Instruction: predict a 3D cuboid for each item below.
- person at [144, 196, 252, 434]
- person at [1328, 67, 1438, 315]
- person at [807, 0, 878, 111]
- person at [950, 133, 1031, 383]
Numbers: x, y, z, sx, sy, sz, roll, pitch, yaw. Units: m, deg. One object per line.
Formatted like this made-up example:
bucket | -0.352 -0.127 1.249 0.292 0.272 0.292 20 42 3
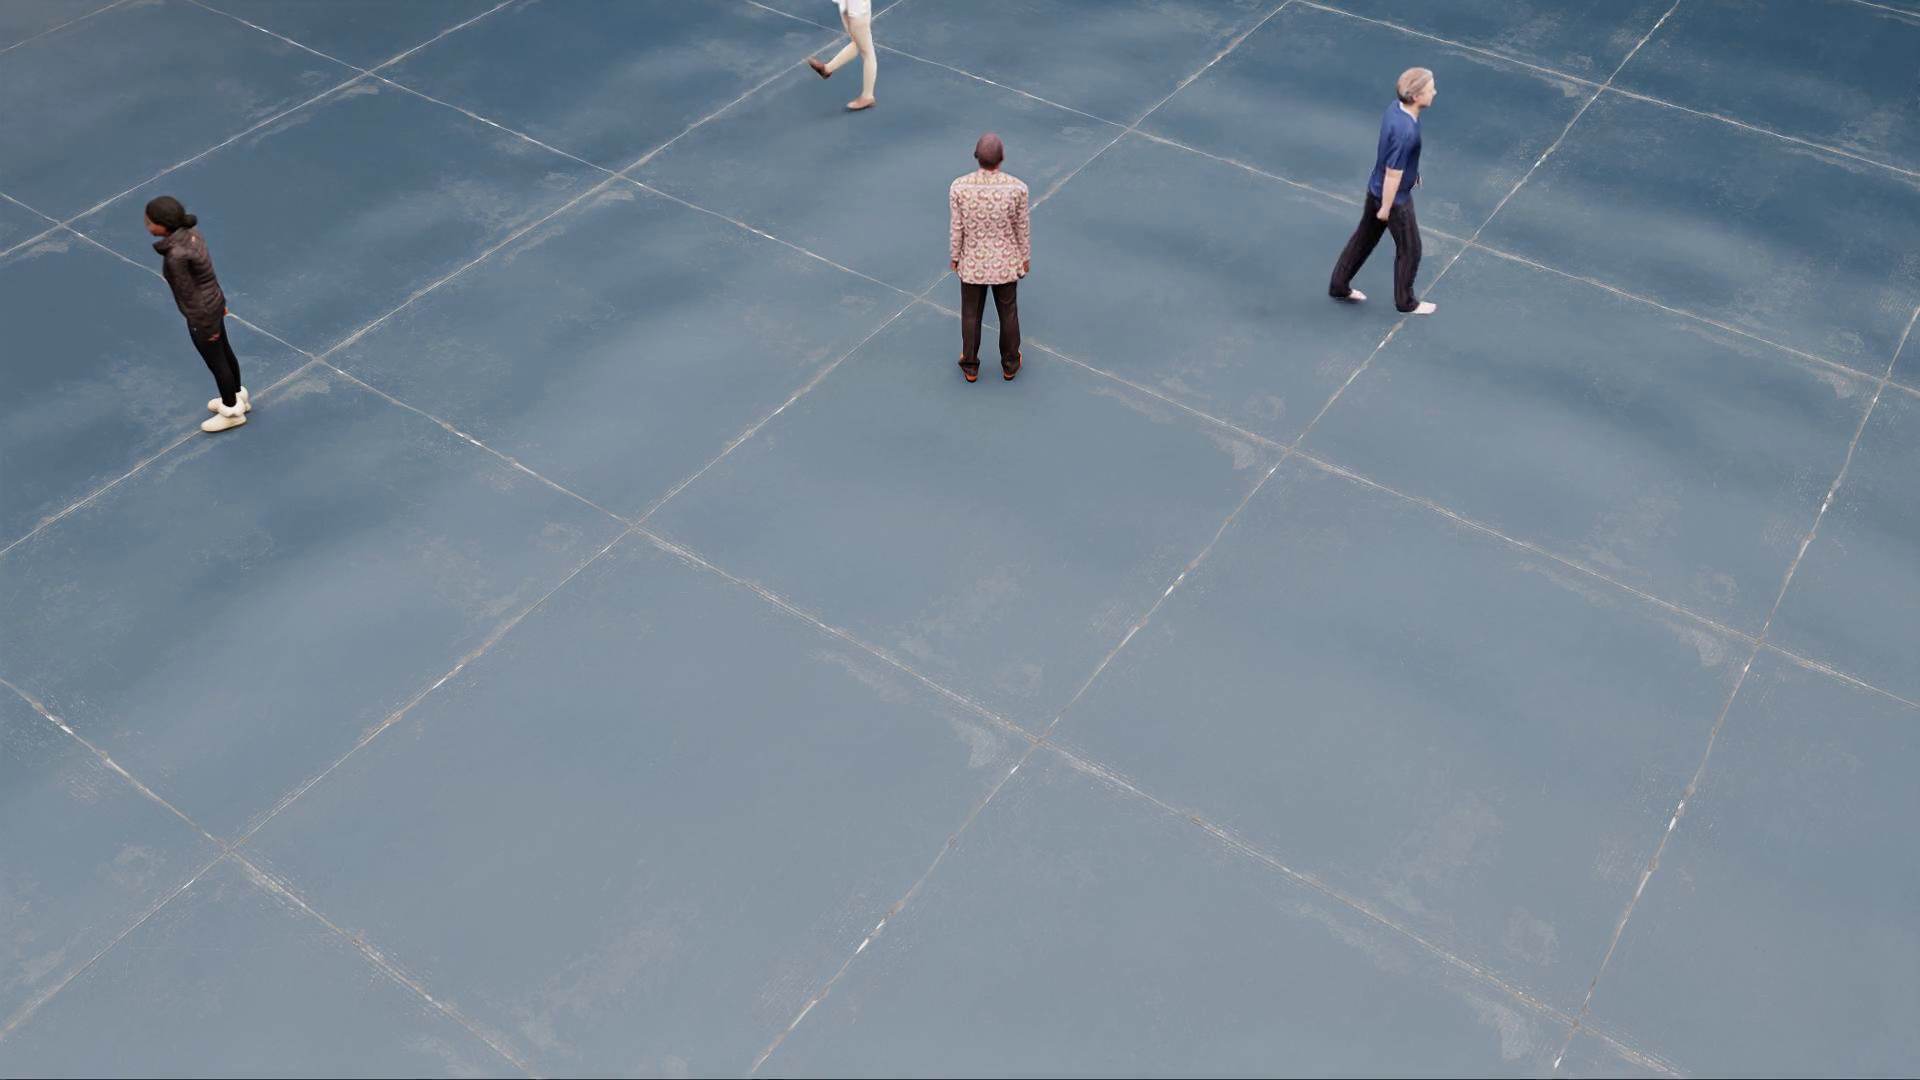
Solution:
person | -4.786 -1.445 10.544 0.764 1.666 0.703 2 43 2
person | 2.860 -2.376 11.413 1.106 1.842 0.967 2 43 2
person | -0.977 -4.365 13.679 0.815 1.655 0.810 -5 43 -5
person | 0.193 -1.819 10.841 0.732 1.808 0.833 0 43 0
